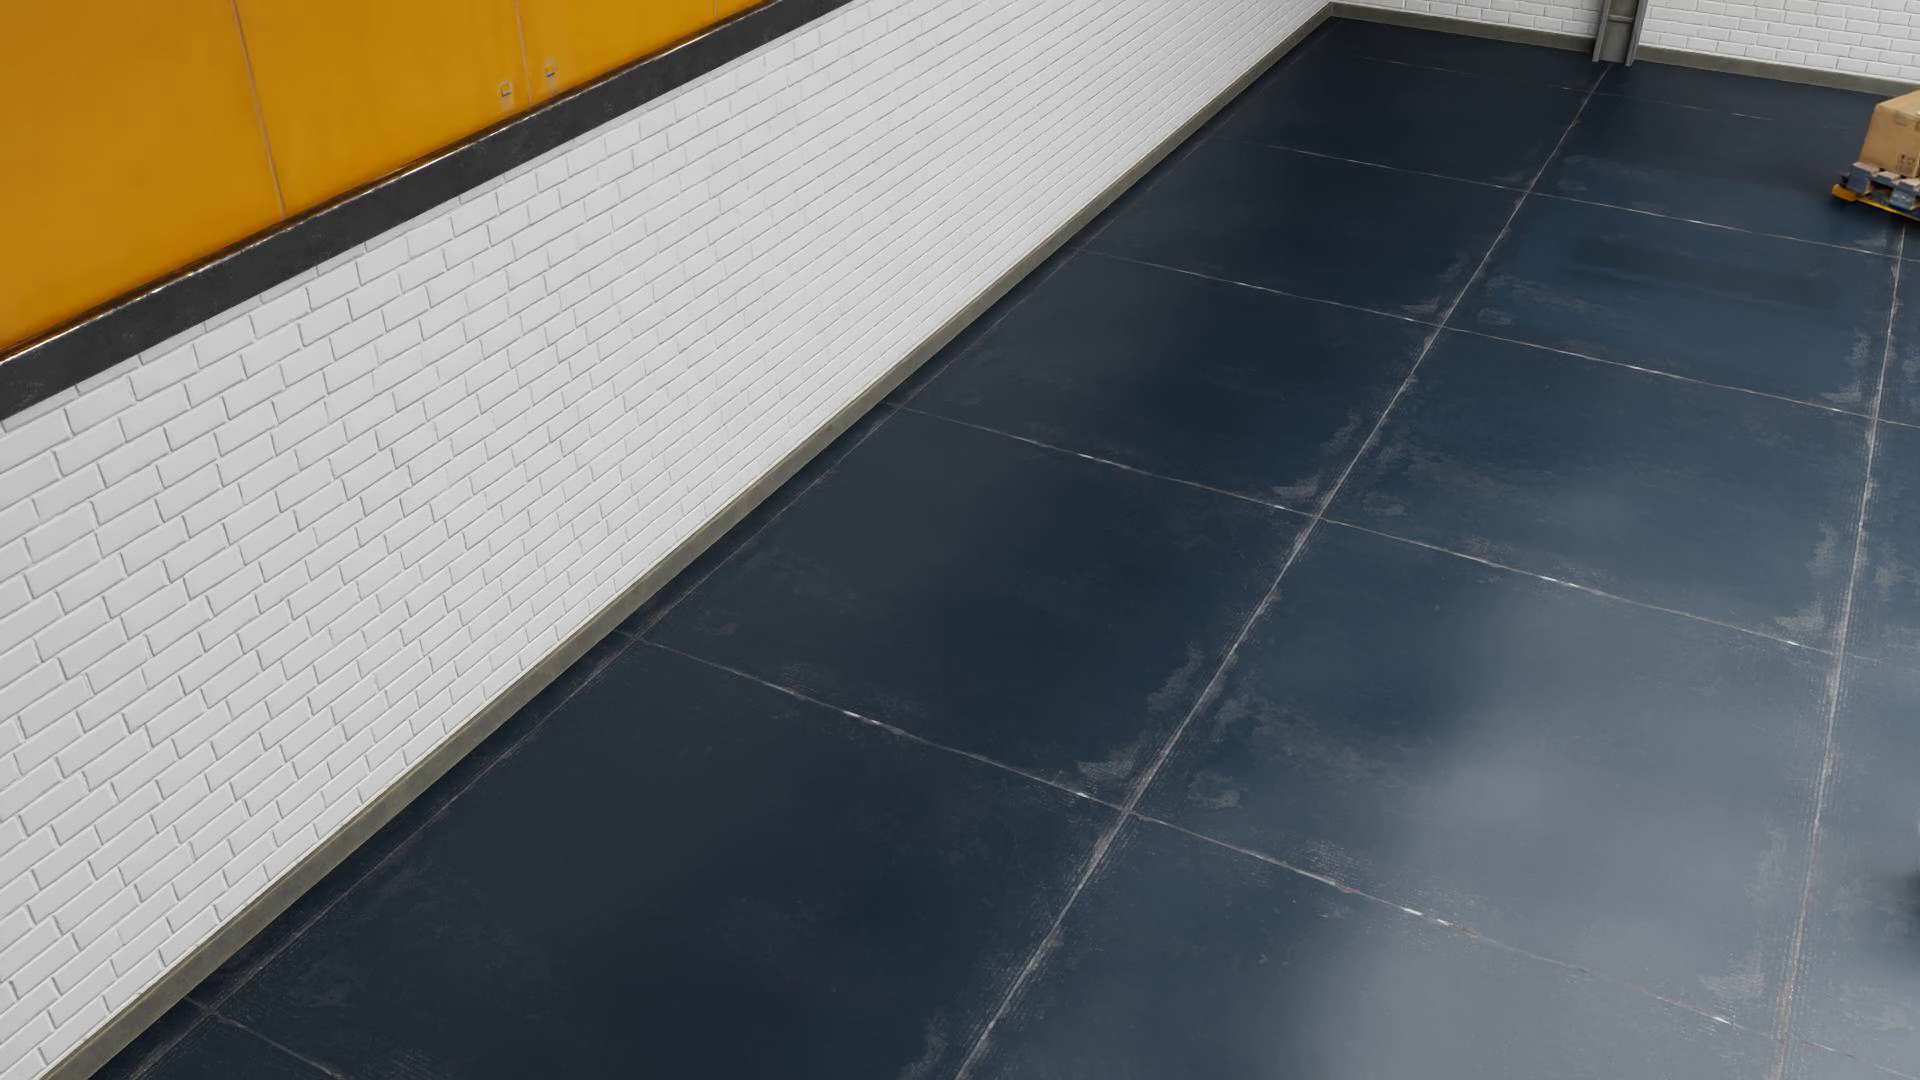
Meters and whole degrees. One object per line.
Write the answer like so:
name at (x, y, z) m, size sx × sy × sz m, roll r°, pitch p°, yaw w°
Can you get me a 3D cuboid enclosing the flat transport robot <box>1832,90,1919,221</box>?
flat transport robot at (8.351, -2.892, 14.280) m, size 0.659 × 0.231 × 1.431 m, roll -21°, pitch 39°, yaw -28°
